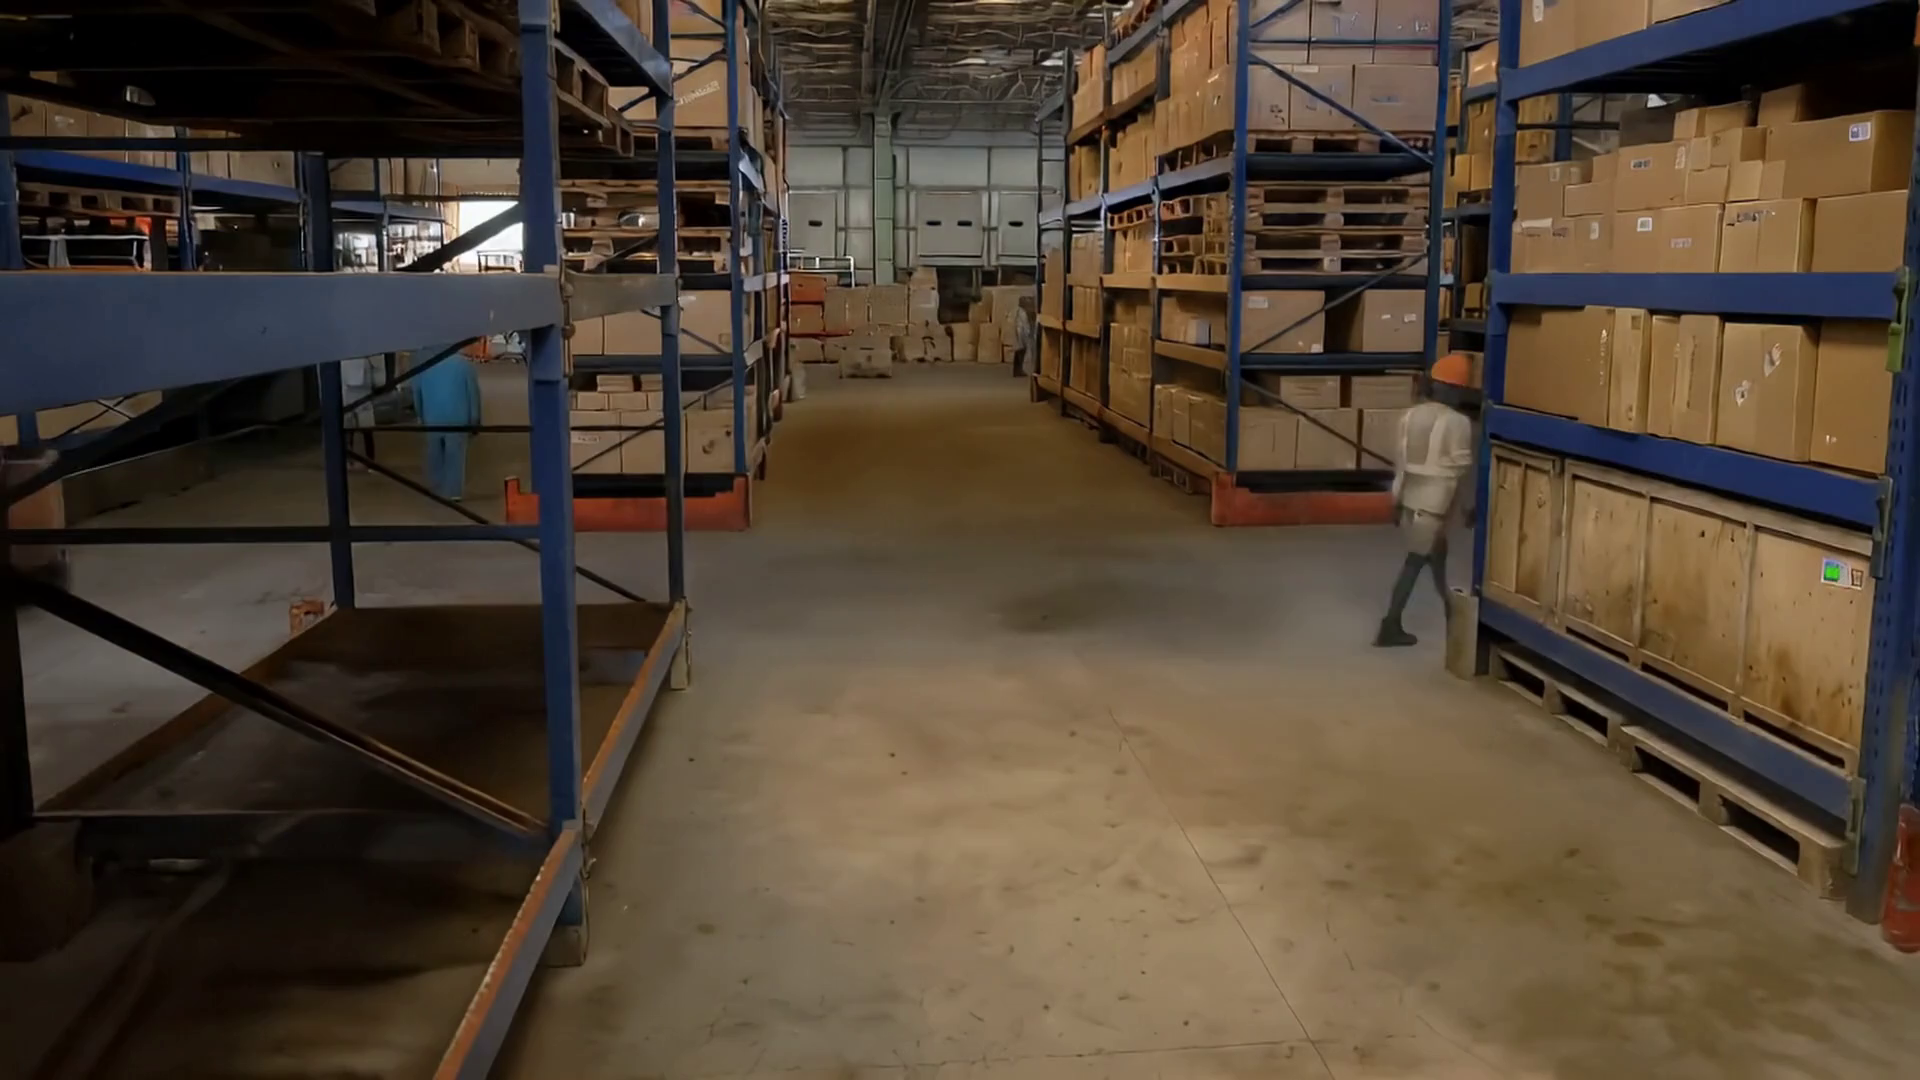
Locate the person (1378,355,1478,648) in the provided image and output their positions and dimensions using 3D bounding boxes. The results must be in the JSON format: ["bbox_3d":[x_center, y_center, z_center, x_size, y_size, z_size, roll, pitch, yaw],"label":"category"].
[{"bbox_3d":[3.146,-0.243,10.755,0.984,1.884,0.547,-3,9,-17],"label":"person"}]

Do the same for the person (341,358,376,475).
[{"bbox_3d":[-7.293,-1.625,20.035,0.529,1.697,0.321,-6,11,-32],"label":"person"}]

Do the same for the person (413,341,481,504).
[{"bbox_3d":[-5.408,-1.328,17.602,0.666,1.877,0.800,-2,9,-12],"label":"person"}]

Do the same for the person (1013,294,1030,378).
[{"bbox_3d":[1.449,-4.782,39.017,0.361,1.963,0.613,4,10,21],"label":"person"}]

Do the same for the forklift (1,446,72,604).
[{"bbox_3d":[-7.578,-0.929,11.961,1.873,2.768,1.129,-4,10,-25],"label":"forklift"}]
